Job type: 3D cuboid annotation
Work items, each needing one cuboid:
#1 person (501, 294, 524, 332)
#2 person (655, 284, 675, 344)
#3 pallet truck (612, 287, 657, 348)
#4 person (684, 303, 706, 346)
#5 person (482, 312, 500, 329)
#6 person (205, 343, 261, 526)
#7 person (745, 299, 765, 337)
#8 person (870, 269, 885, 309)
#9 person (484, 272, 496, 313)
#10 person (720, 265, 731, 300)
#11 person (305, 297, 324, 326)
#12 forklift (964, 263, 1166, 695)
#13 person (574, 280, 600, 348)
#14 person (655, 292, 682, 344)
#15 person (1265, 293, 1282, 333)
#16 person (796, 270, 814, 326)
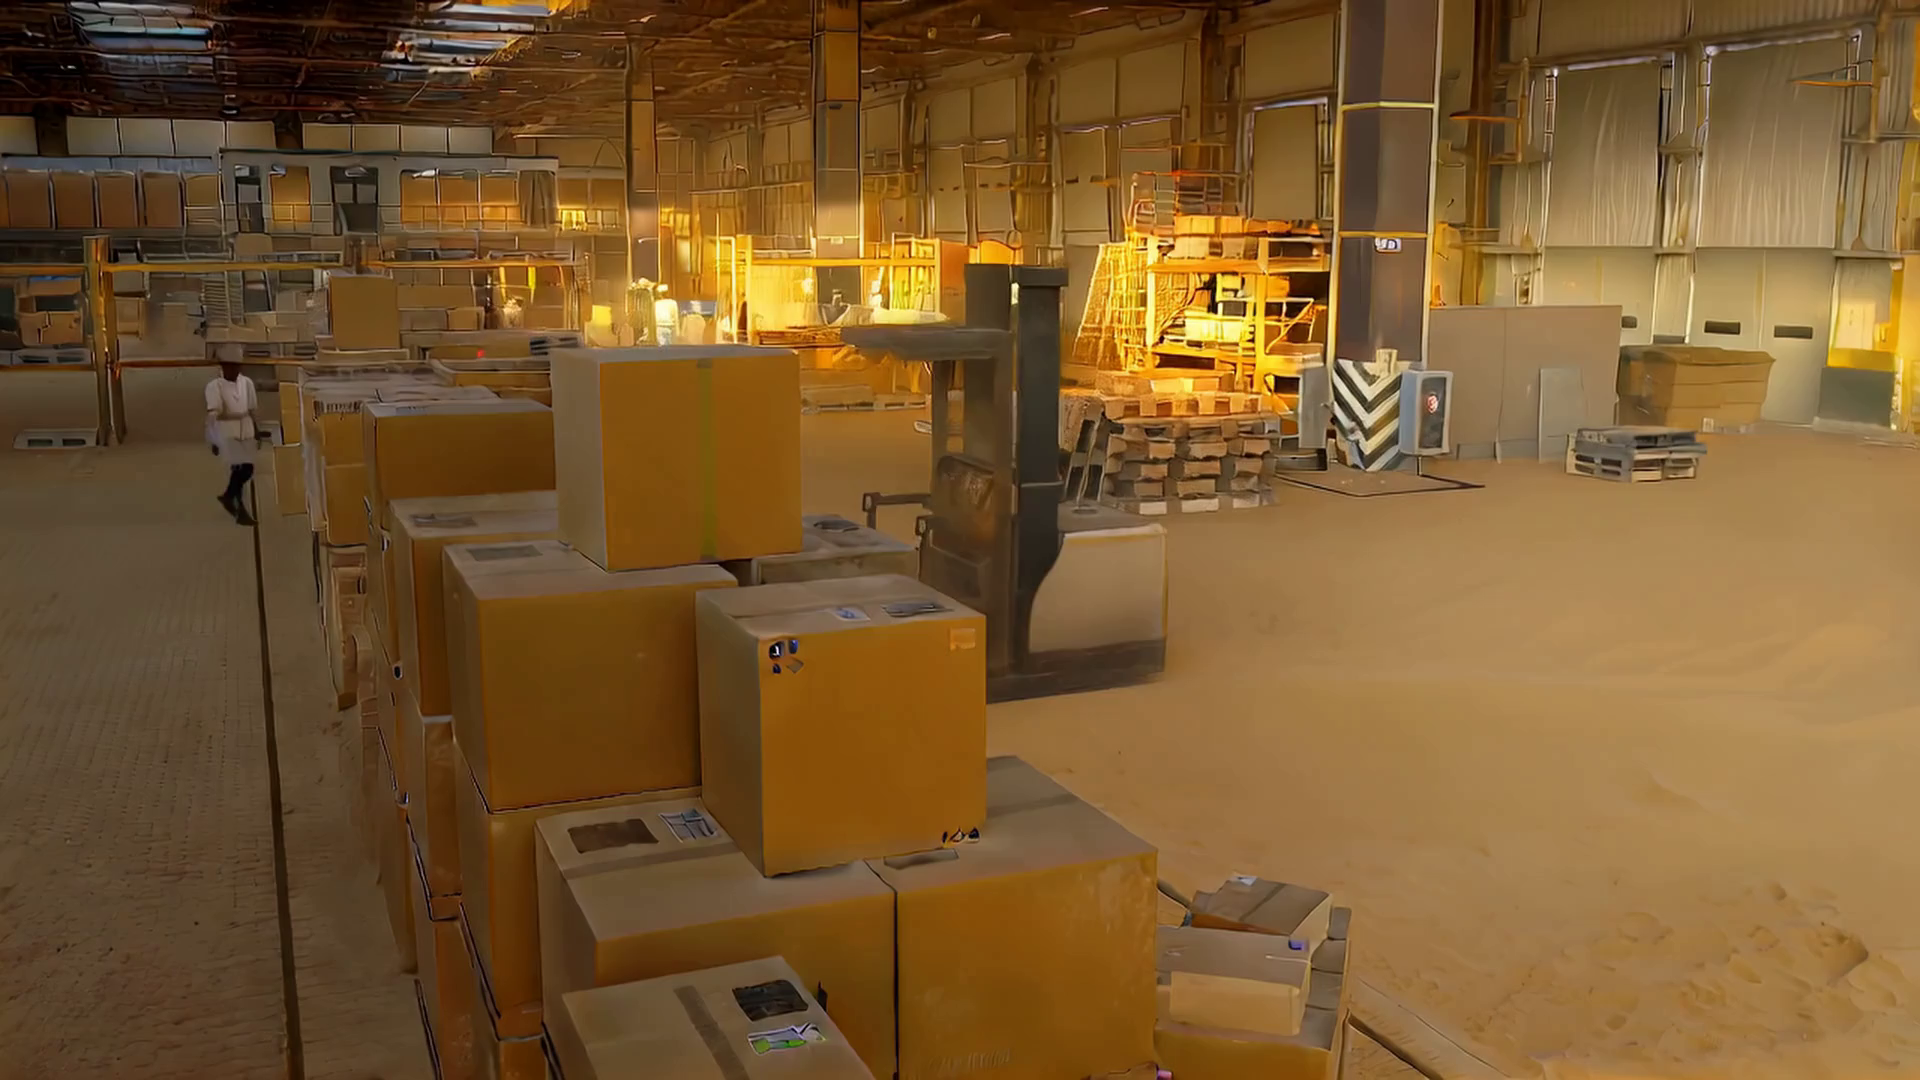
[{"bbox_3d":[-10.391,-4.833,38.531,0.492,1.722,0.676,2,10,11],"label":"person"},{"bbox_3d":[-7.008,-5.082,39.346,0.585,1.920,0.373,-8,13,-37],"label":"person"},{"bbox_3d":[-6.464,-4.406,35.401,0.823,1.965,1.885,6,12,32],"label":"pallet truck"},{"bbox_3d":[-5.591,-4.154,34.938,0.536,1.665,0.822,5,11,23],"label":"person"},{"bbox_3d":[-7.049,-2.455,24.908,0.888,1.905,0.641,-1,10,-3],"label":"person"},{"bbox_3d":[-7.632,-1.110,17.447,0.602,1.924,0.563,7,13,35],"label":"person"},{"bbox_3d":[-3.914,-3.716,32.065,0.535,1.826,0.412,9,14,41],"label":"person"},{"bbox_3d":[-2.814,-8.285,56.949,0.545,1.939,0.354,6,12,31],"label":"person"},{"bbox_3d":[-14.920,-7.540,52.881,0.379,1.931,0.625,0,10,0],"label":"person"},{"bbox_3d":[-11.418,-12.697,81.225,0.644,1.953,0.520,-10,14,-43],"label":"person"},{"bbox_3d":[-14.307,-4.519,36.811,0.518,1.718,0.930,-8,13,-39],"label":"person"},{"bbox_3d":[0.365,-0.447,11.149,1.873,2.768,1.129,-4,11,-23],"label":"forklift"},{"bbox_3d":[-9.406,-5.522,41.609,0.606,1.979,0.639,4,11,22],"label":"person"},{"bbox_3d":[-6.659,-4.728,37.780,0.694,1.781,0.907,-1,10,-5],"label":"person"},{"bbox_3d":[6.009,-3.842,32.469,0.547,1.934,0.375,5,11,26],"label":"person"},{"bbox_3d":[-5.199,-8.205,56.546,0.616,1.924,0.676,4,11,21],"label":"person"}]
